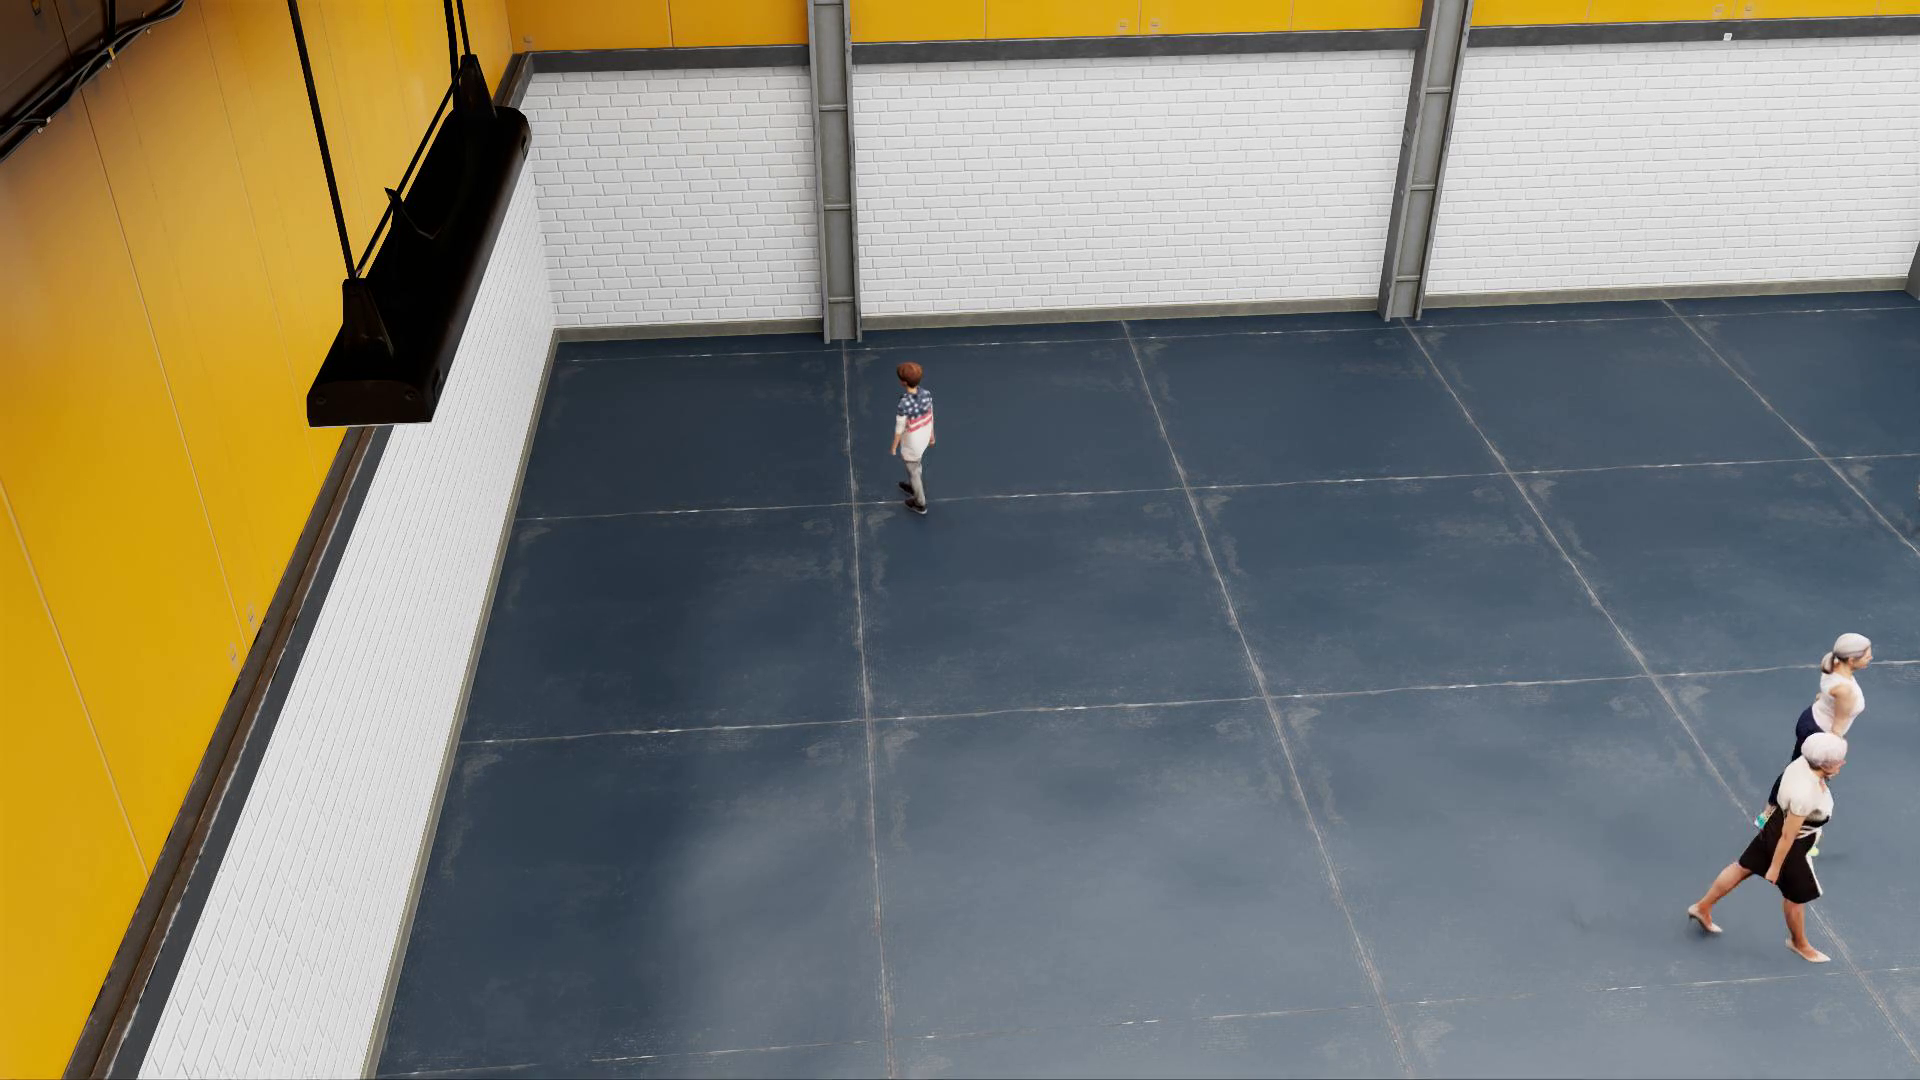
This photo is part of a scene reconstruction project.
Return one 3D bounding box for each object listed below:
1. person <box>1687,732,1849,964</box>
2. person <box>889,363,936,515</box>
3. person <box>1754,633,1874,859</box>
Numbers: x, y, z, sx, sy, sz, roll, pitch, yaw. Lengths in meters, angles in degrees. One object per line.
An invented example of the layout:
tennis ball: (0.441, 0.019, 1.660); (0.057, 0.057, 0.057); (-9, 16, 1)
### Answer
person: (4.861, 1.820, 10.019); (1.169, 1.707, 0.932); (12, 35, 17)
person: (-0.349, -0.863, 14.305); (0.797, 1.432, 0.740); (27, 42, 35)
person: (5.554, 1.294, 10.813); (0.681, 1.704, 0.679); (7, 34, 10)
